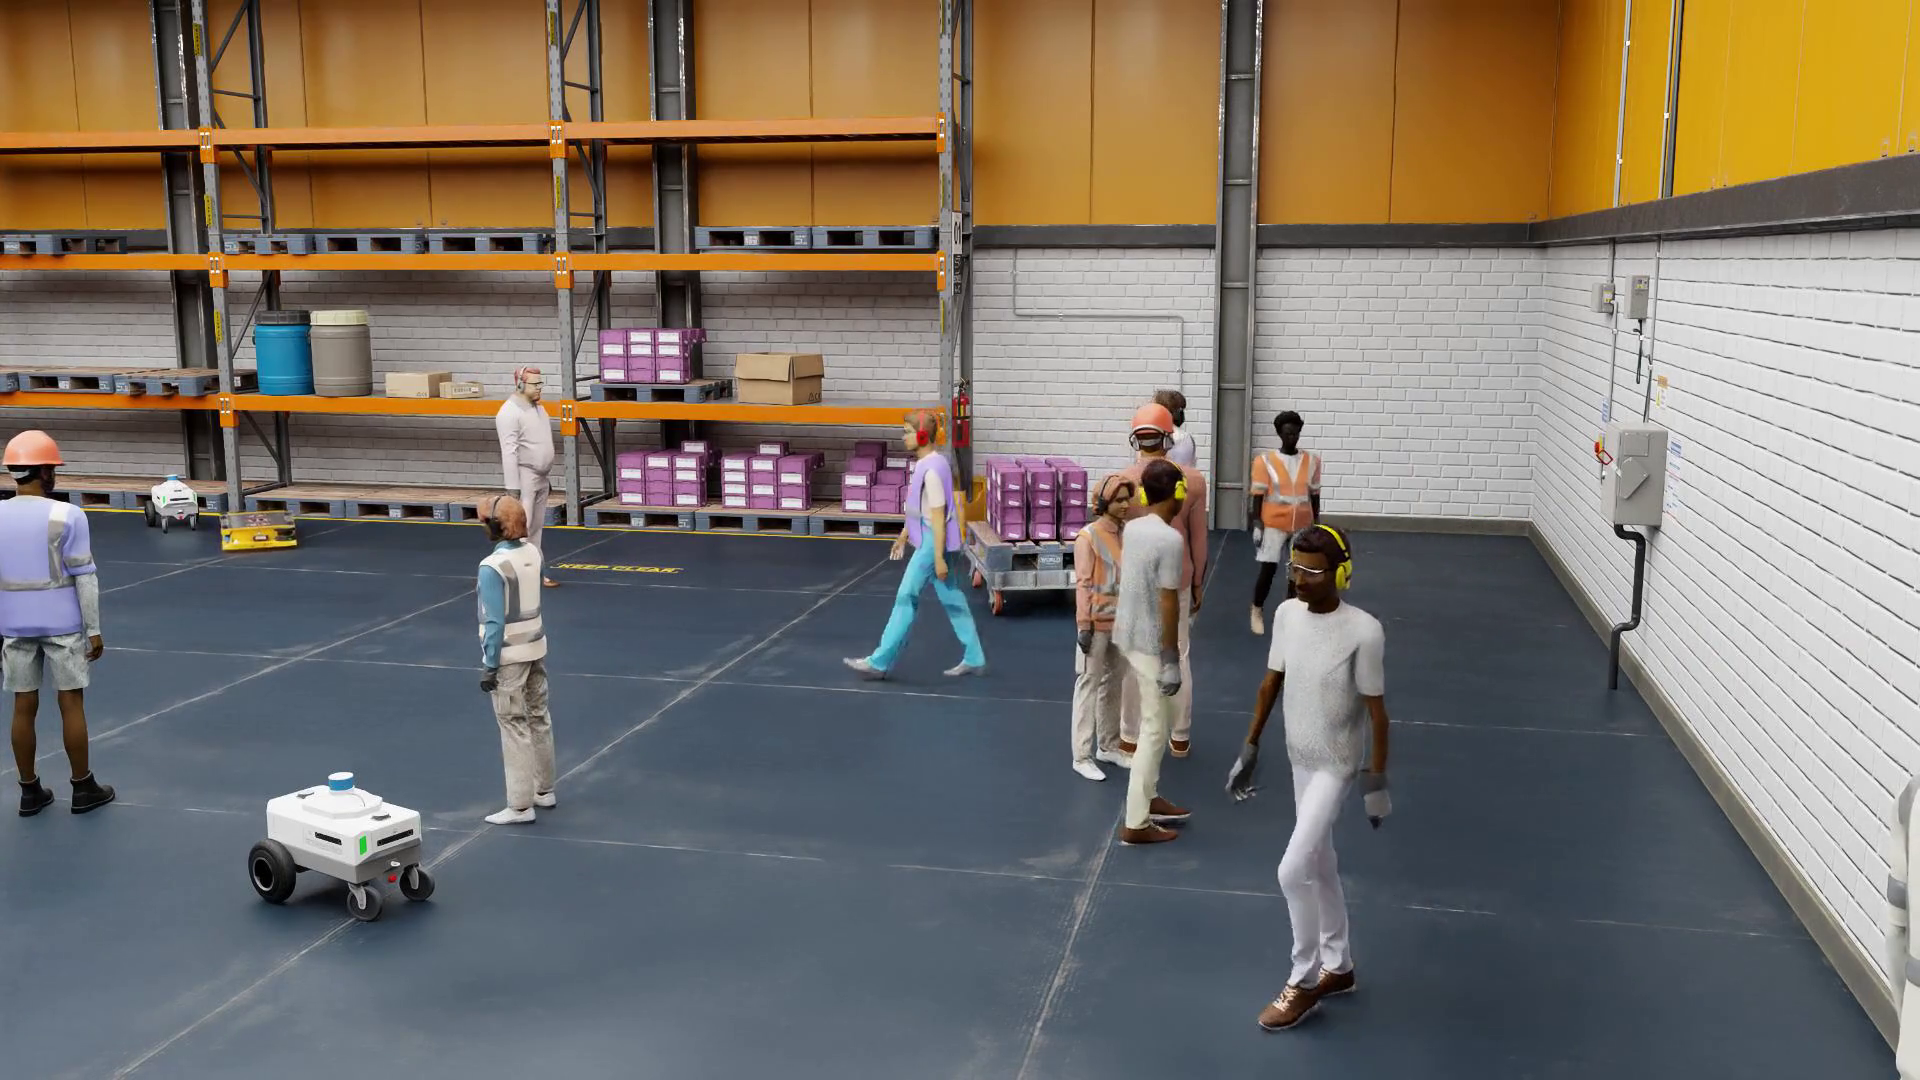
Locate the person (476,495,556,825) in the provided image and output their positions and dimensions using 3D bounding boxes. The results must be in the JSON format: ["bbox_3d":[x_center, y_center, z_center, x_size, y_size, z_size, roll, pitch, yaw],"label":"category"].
[{"bbox_3d":[-2.202,0.588,8.217,0.310,1.636,0.523,2,10,14],"label":"person"}]

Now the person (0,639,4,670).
[{"bbox_3d":[-6.790,-0.055,11.127,1.039,1.931,0.656,4,10,21],"label":"person"}]

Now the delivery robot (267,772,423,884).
[{"bbox_3d":[-2.668,1.252,7.207,0.707,0.478,0.477,6,12,33],"label":"delivery robot"}]

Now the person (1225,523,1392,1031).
[{"bbox_3d":[1.243,0.848,6.073,0.684,1.842,0.533,-5,11,-26],"label":"person"}]

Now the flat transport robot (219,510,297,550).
[{"bbox_3d":[-6.936,-0.113,16.407,0.652,0.197,1.431,-4,11,-24],"label":"flat transport robot"}]

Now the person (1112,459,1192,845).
[{"bbox_3d":[0.938,0.528,8.035,0.493,1.828,0.513,-3,10,-17],"label":"person"}]

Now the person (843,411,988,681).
[{"bbox_3d":[-0.267,0.049,10.942,0.984,1.796,0.591,0,10,1],"label":"person"}]

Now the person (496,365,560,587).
[{"bbox_3d":[-3.580,-0.502,13.881,0.402,1.904,0.652,2,10,12],"label":"person"}]

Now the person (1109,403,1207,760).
[{"bbox_3d":[1.069,0.235,9.267,0.610,1.989,0.392,-1,10,-3],"label":"person"}]

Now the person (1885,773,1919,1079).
[{"bbox_3d":[2.220,1.170,3.566,0.375,2.045,0.605,0,10,-1],"label":"person"}]

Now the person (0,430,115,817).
[{"bbox_3d":[-4.587,0.419,8.338,0.551,1.933,0.369,-1,10,-6],"label":"person"}]

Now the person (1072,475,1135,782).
[{"bbox_3d":[0.797,0.460,8.964,0.313,1.639,0.517,9,13,41],"label":"person"}]

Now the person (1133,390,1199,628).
[{"bbox_3d":[1.484,-0.197,12.297,0.620,1.825,0.629,-5,11,-26],"label":"person"}]

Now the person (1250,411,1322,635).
[{"bbox_3d":[2.404,-0.113,12.221,0.568,1.695,0.364,-2,10,-10],"label":"person"}]

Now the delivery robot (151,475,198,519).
[{"bbox_3d":[-8.120,-0.433,17.184,0.477,0.478,0.707,-6,12,-33],"label":"delivery robot"}]
